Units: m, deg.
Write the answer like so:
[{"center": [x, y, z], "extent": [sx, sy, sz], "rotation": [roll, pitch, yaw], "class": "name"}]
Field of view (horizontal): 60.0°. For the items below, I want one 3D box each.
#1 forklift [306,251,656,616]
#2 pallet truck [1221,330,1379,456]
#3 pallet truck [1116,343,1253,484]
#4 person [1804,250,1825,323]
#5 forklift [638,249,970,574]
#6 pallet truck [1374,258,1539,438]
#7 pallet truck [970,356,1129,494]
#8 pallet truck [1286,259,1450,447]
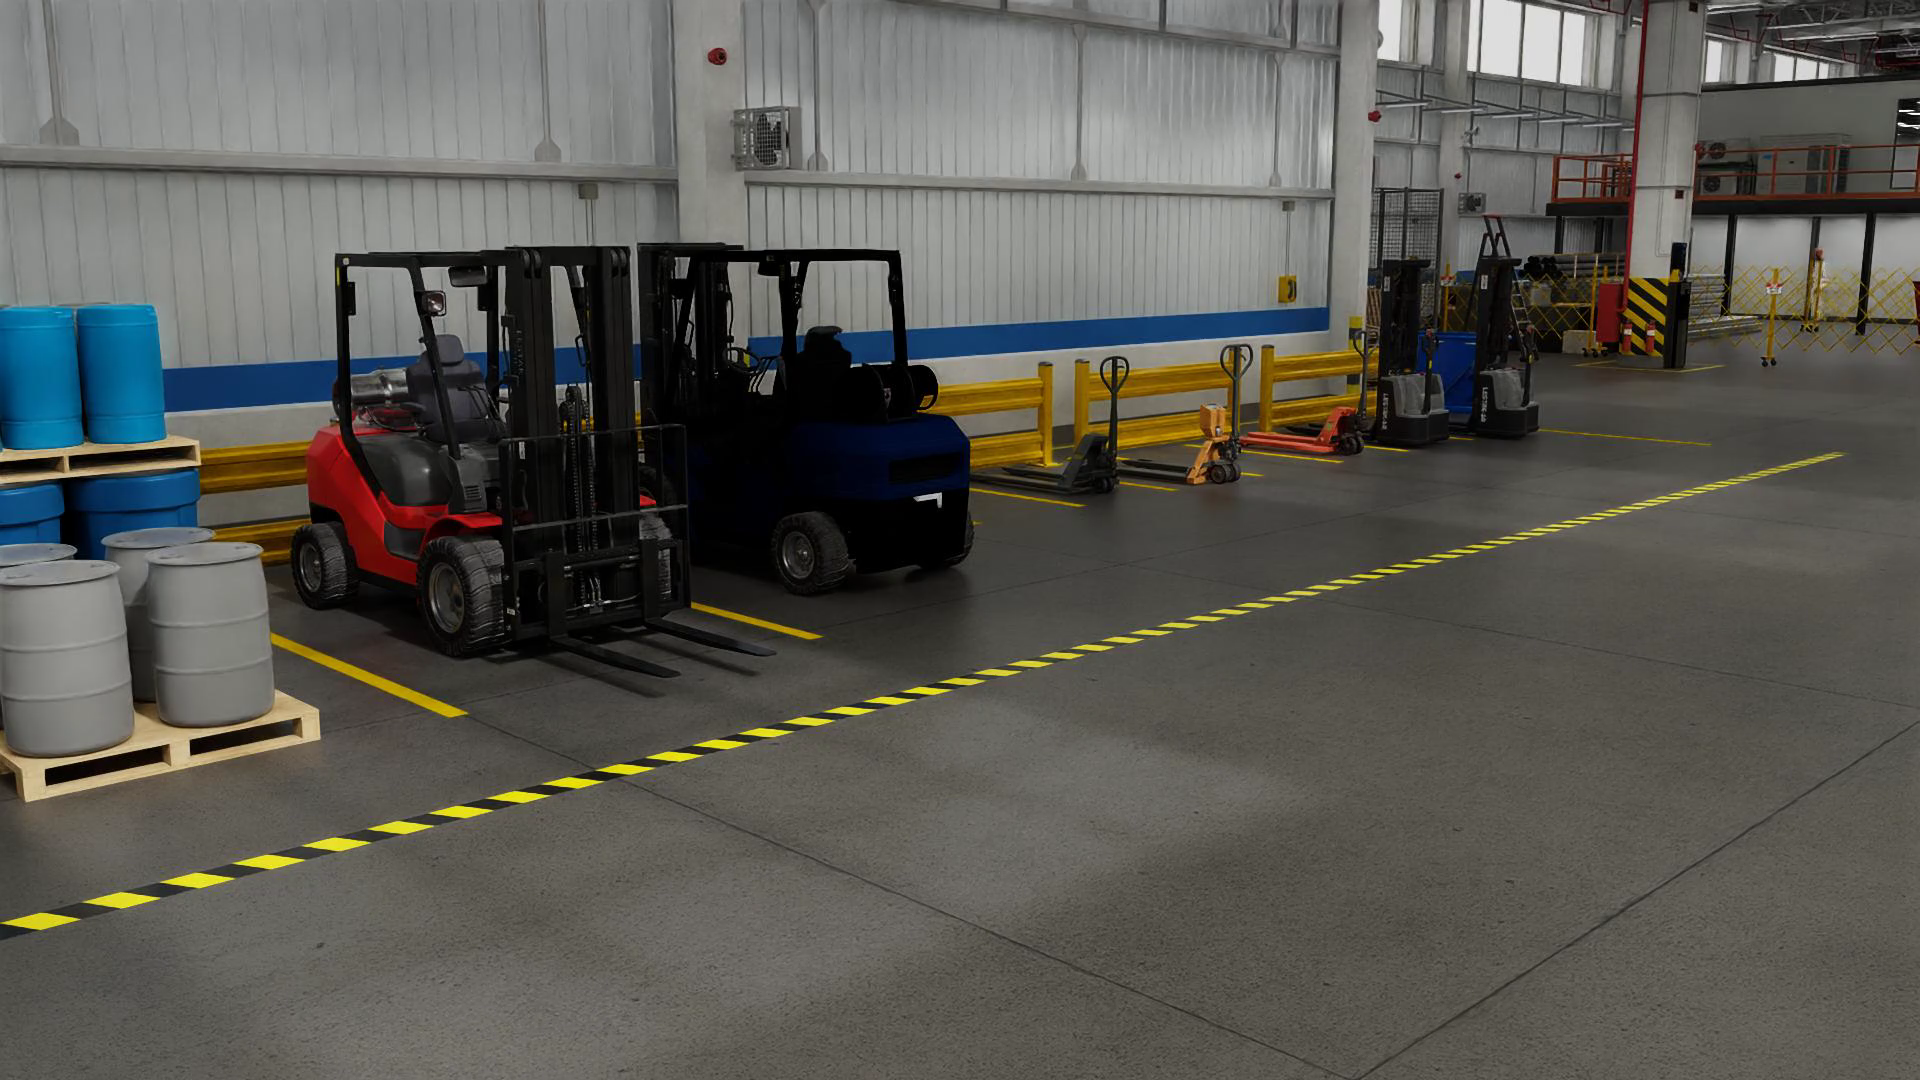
[{"center": [-2.833, -0.669, 9.694], "extent": [1.157, 1.987, 2.680], "rotation": [-10, 14, -44], "class": "forklift"}, {"center": [3.563, -1.581, 17.381], "extent": [0.653, 1.274, 1.630], "rotation": [-10, 14, -44], "class": "pallet truck"}, {"center": [1.962, -1.215, 15.415], "extent": [1.522, 1.261, 0.704], "rotation": [10, 14, 43], "class": "pallet truck"}, {"center": [21.840, -6.460, 42.436], "extent": [0.573, 1.870, 0.434], "rotation": [-9, 14, -41], "class": "person"}, {"center": [-1.173, -0.958, 11.239], "extent": [2.680, 1.987, 1.157], "rotation": [10, 14, 43], "class": "forklift"}, {"center": [5.704, -2.208, 18.901], "extent": [1.885, 1.965, 0.823], "rotation": [10, 14, 43], "class": "pallet truck"}, {"center": [0.784, -1.085, 14.876], "extent": [0.680, 1.201, 1.601], "rotation": [-10, 14, -44], "class": "pallet truck"}, {"center": [4.493, -2.078, 18.196], "extent": [0.823, 1.965, 1.885], "rotation": [-9, 14, -40], "class": "pallet truck"}]
